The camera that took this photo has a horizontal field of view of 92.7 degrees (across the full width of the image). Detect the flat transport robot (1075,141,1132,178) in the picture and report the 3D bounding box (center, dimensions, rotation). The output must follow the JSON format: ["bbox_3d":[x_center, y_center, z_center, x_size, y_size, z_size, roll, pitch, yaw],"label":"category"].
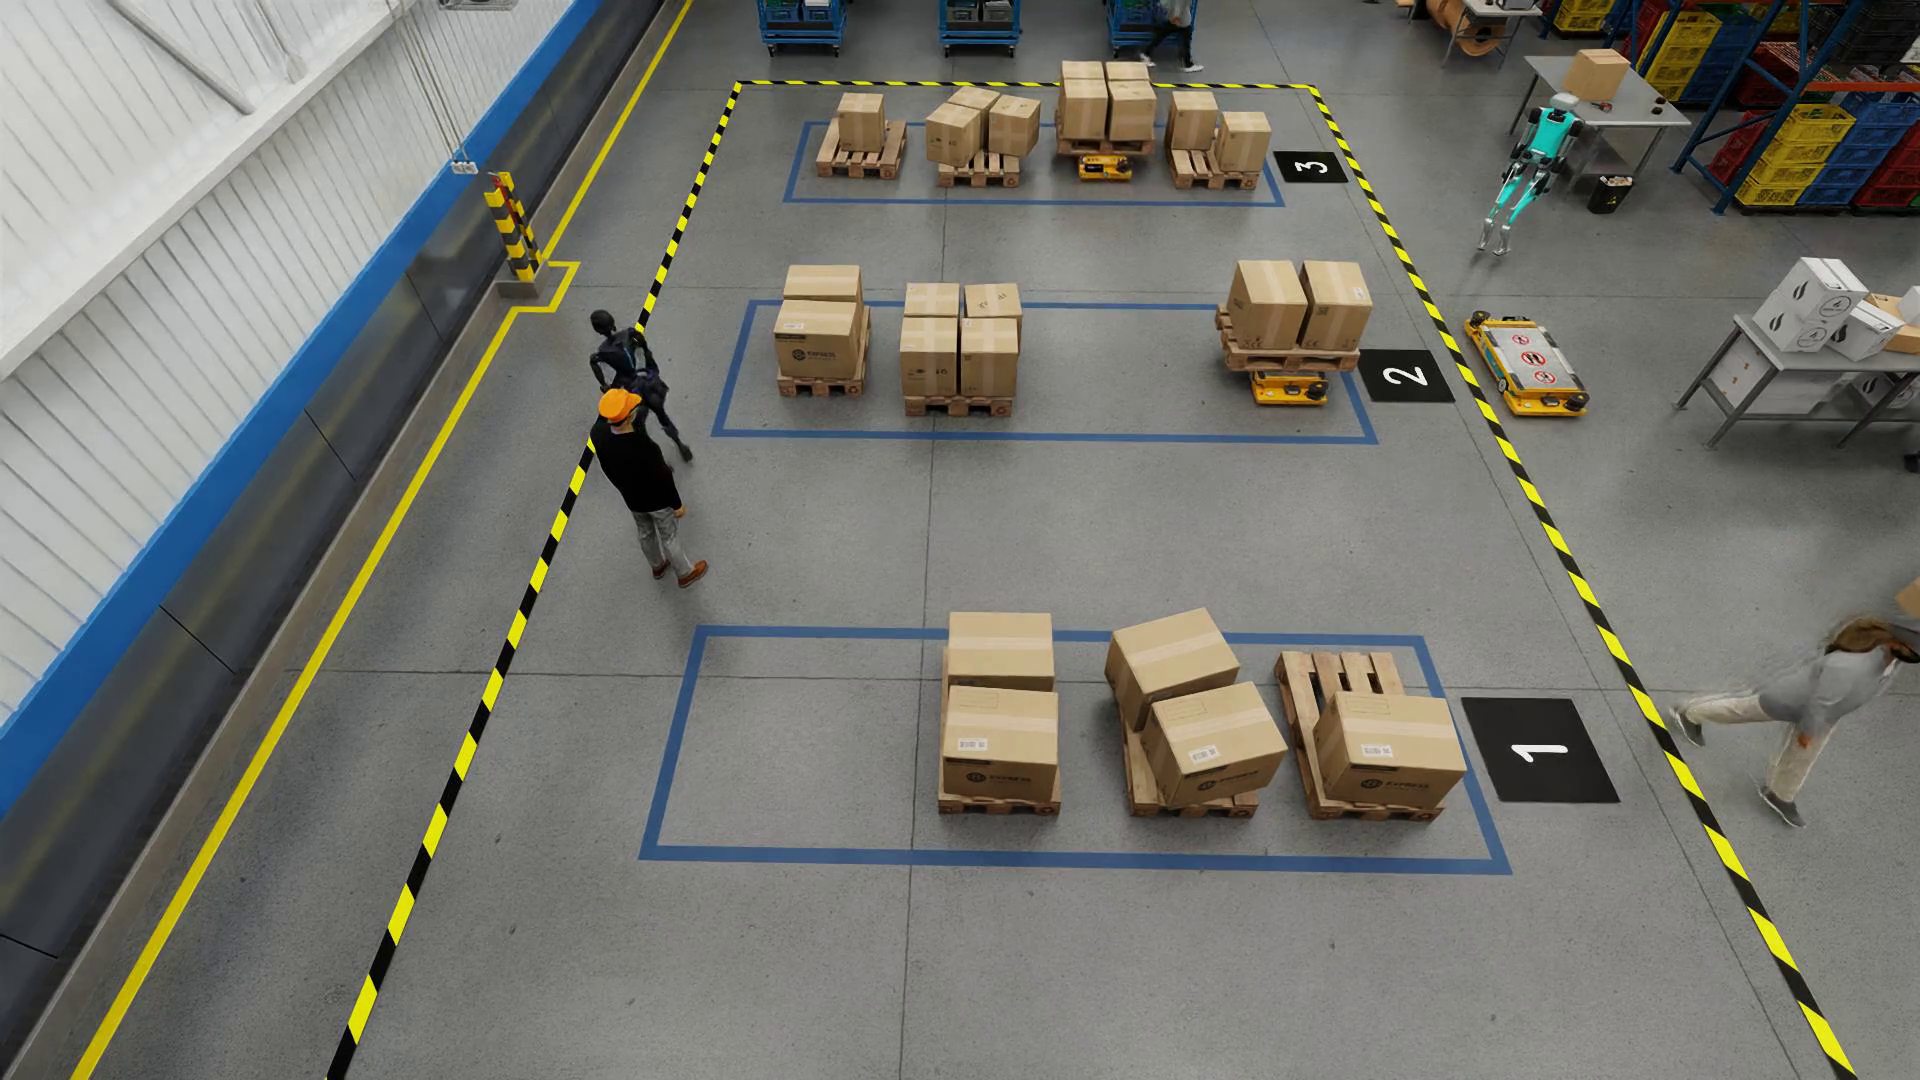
[{"bbox_3d":[1.849,-5.172,11.992,0.652,0.197,1.431,1,49,1],"label":"flat transport robot"}]

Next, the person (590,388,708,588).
[{"bbox_3d":[-2.297,-0.354,6.772,0.590,1.882,0.377,19,52,16],"label":"person"}]

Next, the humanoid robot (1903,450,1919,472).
[{"bbox_3d":[8.604,-1.068,7.542,0.602,1.630,0.583,11,50,10],"label":"humanoid robot"}]

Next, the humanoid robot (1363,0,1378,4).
[{"bbox_3d":[6.820,-9.755,15.060,0.688,1.635,0.589,12,50,10],"label":"humanoid robot"}]

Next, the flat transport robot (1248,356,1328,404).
[{"bbox_3d":[3.175,-1.891,9.152,0.652,0.197,1.431,1,49,1],"label":"flat transport robot"}]

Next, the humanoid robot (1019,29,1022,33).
[{"bbox_3d":[0.676,-8.837,14.284,0.783,1.626,0.613,28,55,22],"label":"humanoid robot"}]

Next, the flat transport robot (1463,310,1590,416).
[{"bbox_3d":[5.573,-1.757,9.054,0.659,0.231,1.431,1,49,1],"label":"flat transport robot"}]

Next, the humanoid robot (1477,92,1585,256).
[{"bbox_3d":[5.987,-3.823,9.782,0.735,1.677,0.533,-36,58,-27],"label":"humanoid robot"}]

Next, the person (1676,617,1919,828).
[{"bbox_3d":[5.307,1.014,5.693,0.556,1.714,0.940,-10,50,-8],"label":"person"}]

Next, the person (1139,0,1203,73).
[{"bbox_3d":[3.149,-7.701,13.189,0.952,1.801,0.632,5,49,4],"label":"person"}]

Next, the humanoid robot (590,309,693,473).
[{"bbox_3d":[-2.663,-1.203,7.644,0.412,1.642,0.587,27,54,22],"label":"humanoid robot"}]

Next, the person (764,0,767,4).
[{"bbox_3d":[-3.165,-9.821,14.942,0.379,1.932,0.620,-5,49,-4],"label":"person"}]

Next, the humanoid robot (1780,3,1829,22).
[{"bbox_3d":[12.609,-8.131,13.676,0.745,1.888,0.555,-13,50,-11],"label":"humanoid robot"}]
